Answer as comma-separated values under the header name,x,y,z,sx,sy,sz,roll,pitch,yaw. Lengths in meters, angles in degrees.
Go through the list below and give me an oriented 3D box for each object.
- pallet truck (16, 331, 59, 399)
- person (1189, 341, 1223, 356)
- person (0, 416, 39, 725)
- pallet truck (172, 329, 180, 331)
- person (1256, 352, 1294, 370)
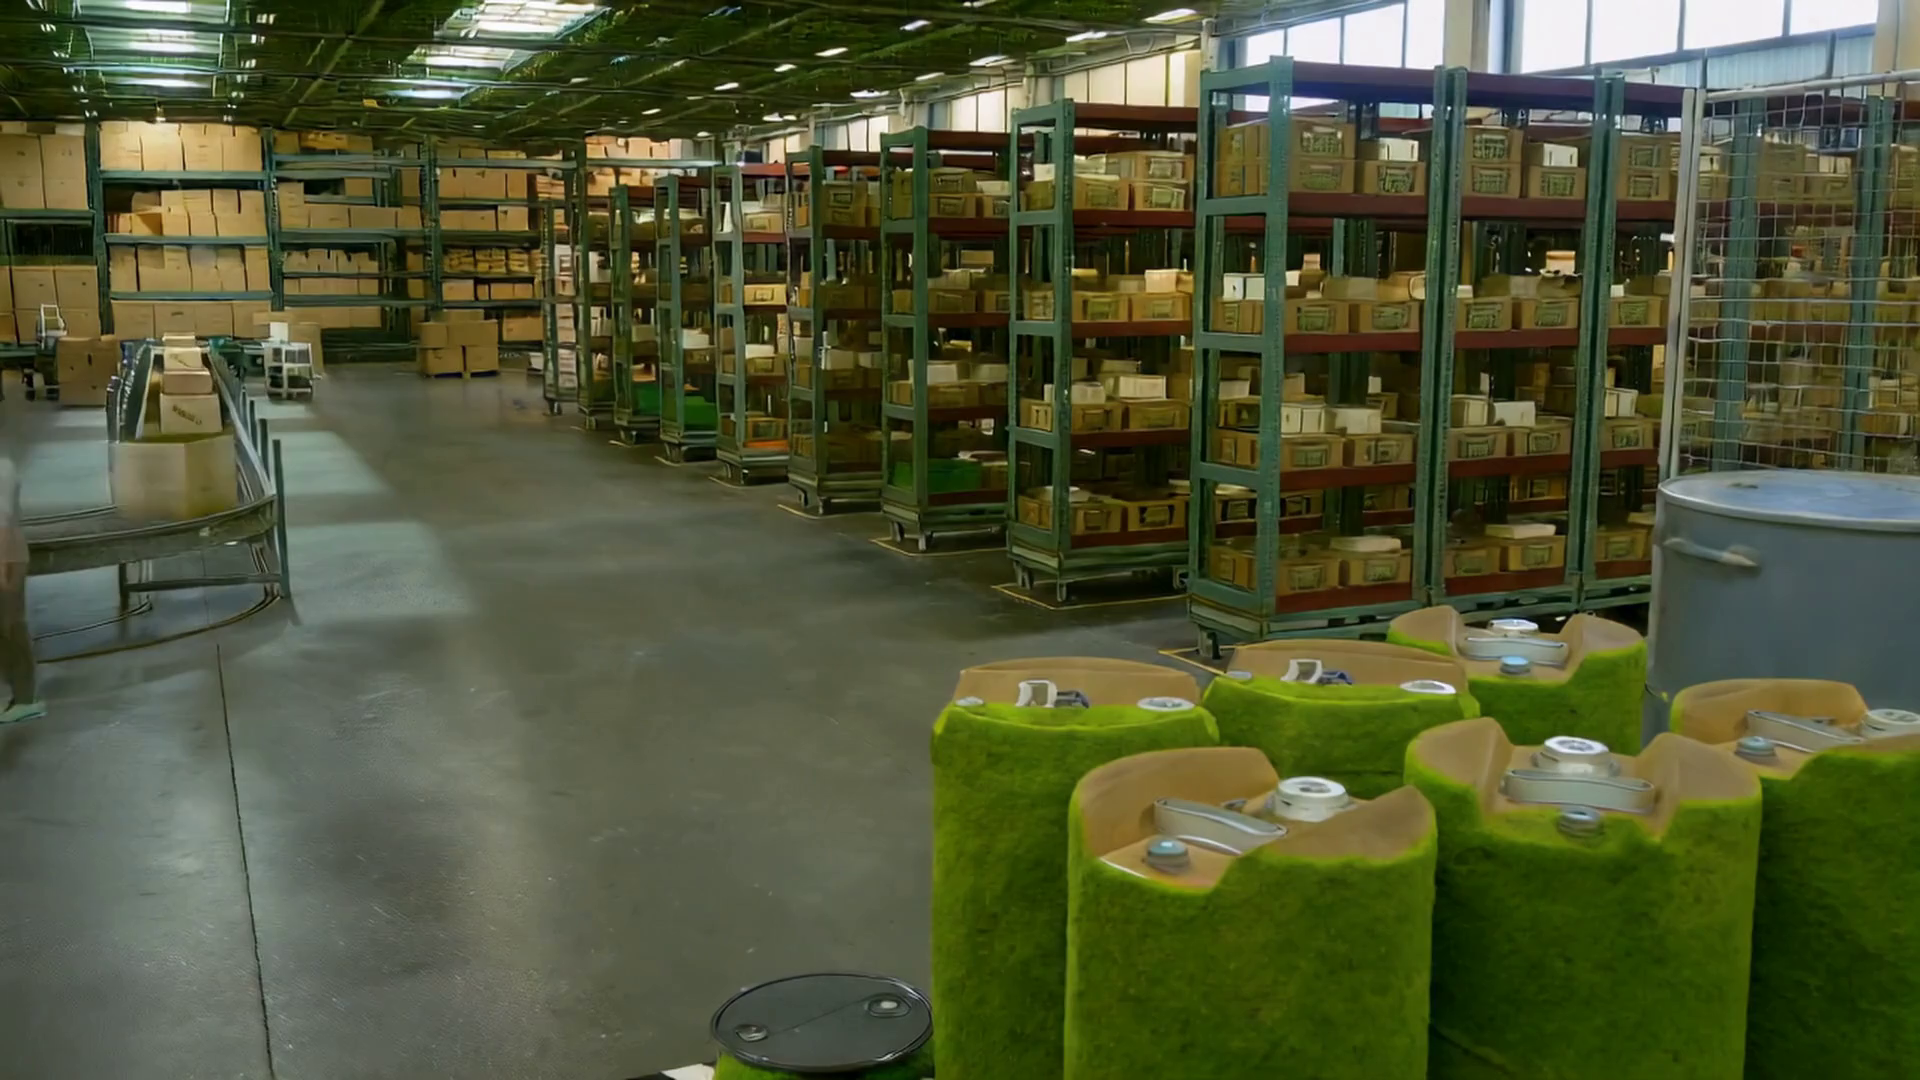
name,x,y,z,sx,sy,sz,roll,pitch,yaw
pallet truck,-17.082,-3.353,31.781,1.630,1.274,0.653,-4,10,-25
person,3.527,-2.266,23.492,0.681,1.795,0.444,3,10,16
person,-5.139,0.121,8.820,0.523,1.755,0.376,7,11,37
pallet truck,-17.275,-3.851,35.096,1.601,1.201,0.680,0,9,1
person,2.747,-0.853,14.233,0.943,1.963,0.606,-5,10,-28
